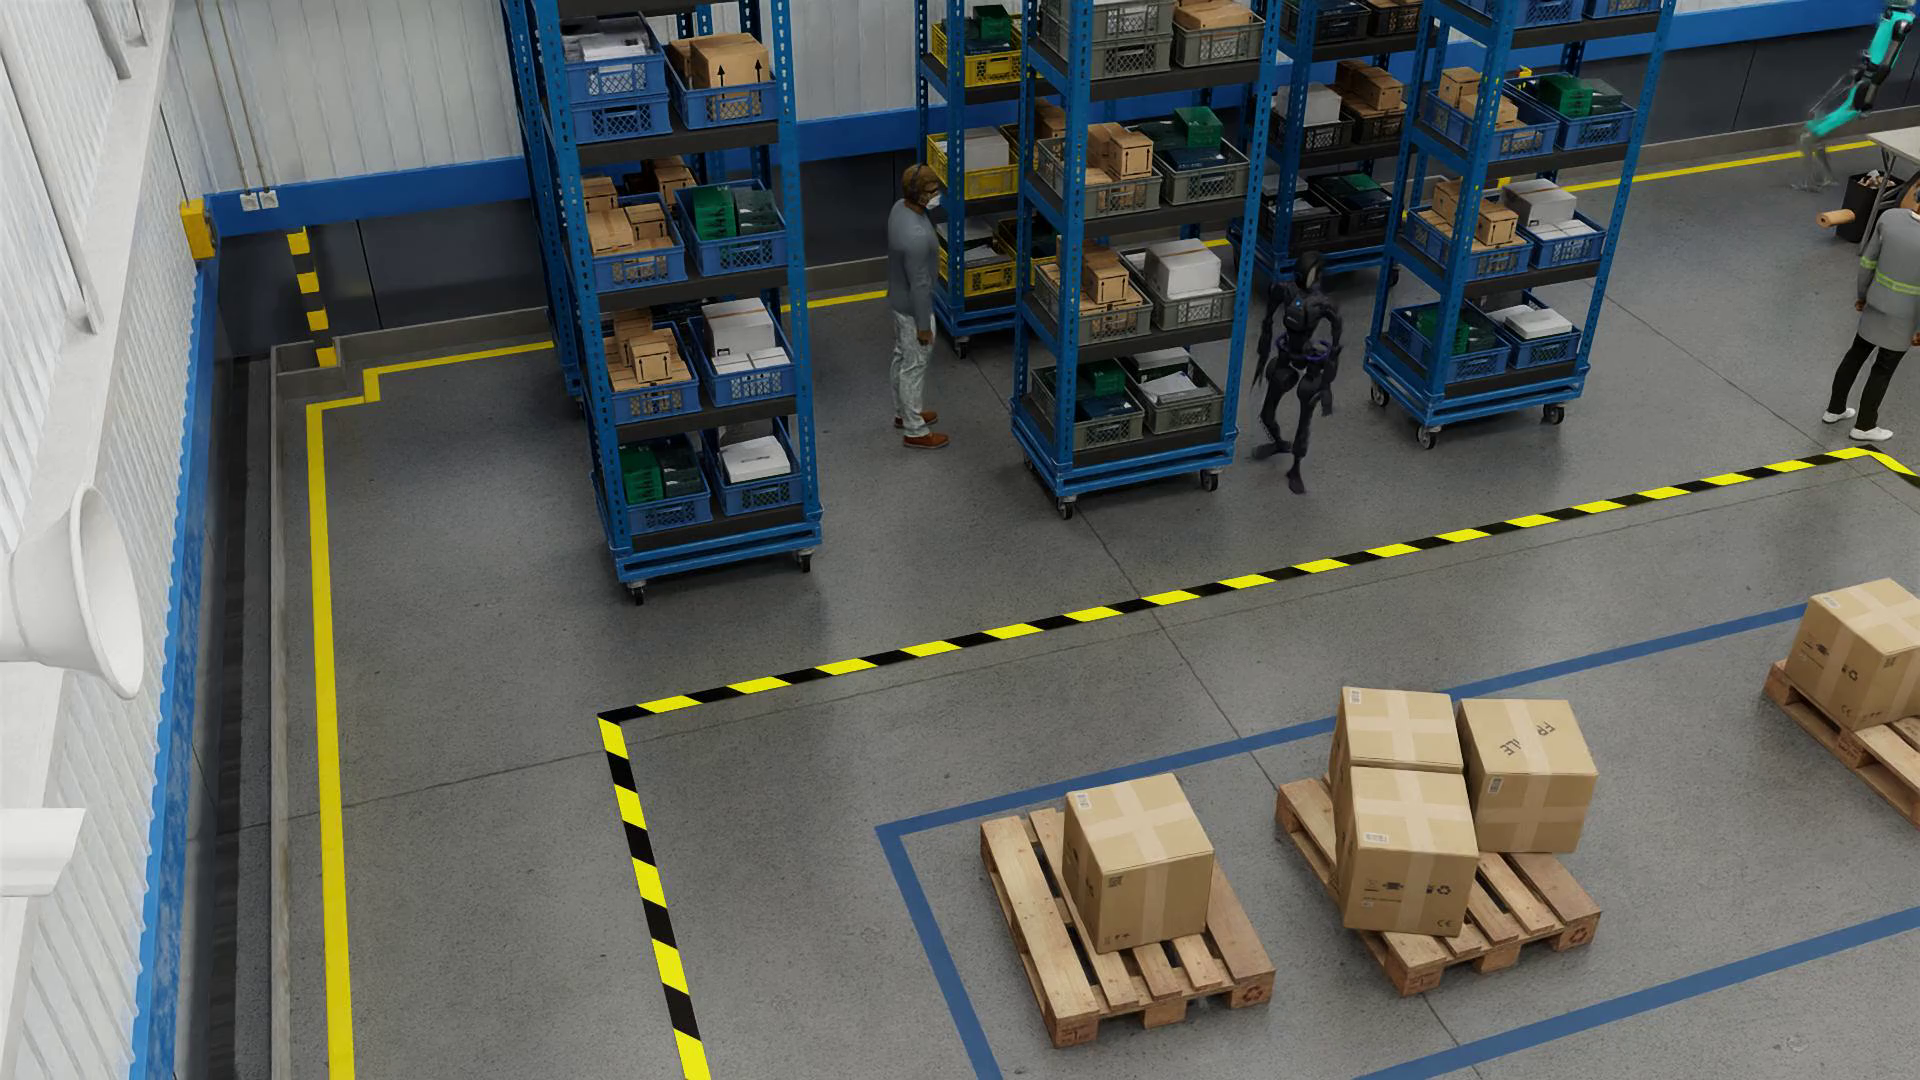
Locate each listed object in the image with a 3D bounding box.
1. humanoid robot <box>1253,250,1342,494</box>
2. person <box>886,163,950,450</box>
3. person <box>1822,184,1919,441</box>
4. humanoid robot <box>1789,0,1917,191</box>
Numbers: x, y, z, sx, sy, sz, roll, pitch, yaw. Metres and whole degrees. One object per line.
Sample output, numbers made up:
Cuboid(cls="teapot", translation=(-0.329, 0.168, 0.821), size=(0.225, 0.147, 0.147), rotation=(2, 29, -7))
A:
Cuboid(cls="humanoid robot", translation=(2.138, -1.091, 10.386), size=(0.599, 1.647, 0.471), rotation=(27, 43, 33))
Cuboid(cls="person", translation=(-0.286, -1.511, 10.753), size=(0.377, 1.937, 0.627), rotation=(-6, 36, -9))
Cuboid(cls="person", translation=(6.103, -1.517, 10.832), size=(0.381, 1.851, 0.597), rotation=(-12, 37, -17))
Cuboid(cls="humanoid robot", translation=(7.512, -3.791, 14.193), size=(0.732, 1.841, 0.546), rotation=(9, 36, 13))
